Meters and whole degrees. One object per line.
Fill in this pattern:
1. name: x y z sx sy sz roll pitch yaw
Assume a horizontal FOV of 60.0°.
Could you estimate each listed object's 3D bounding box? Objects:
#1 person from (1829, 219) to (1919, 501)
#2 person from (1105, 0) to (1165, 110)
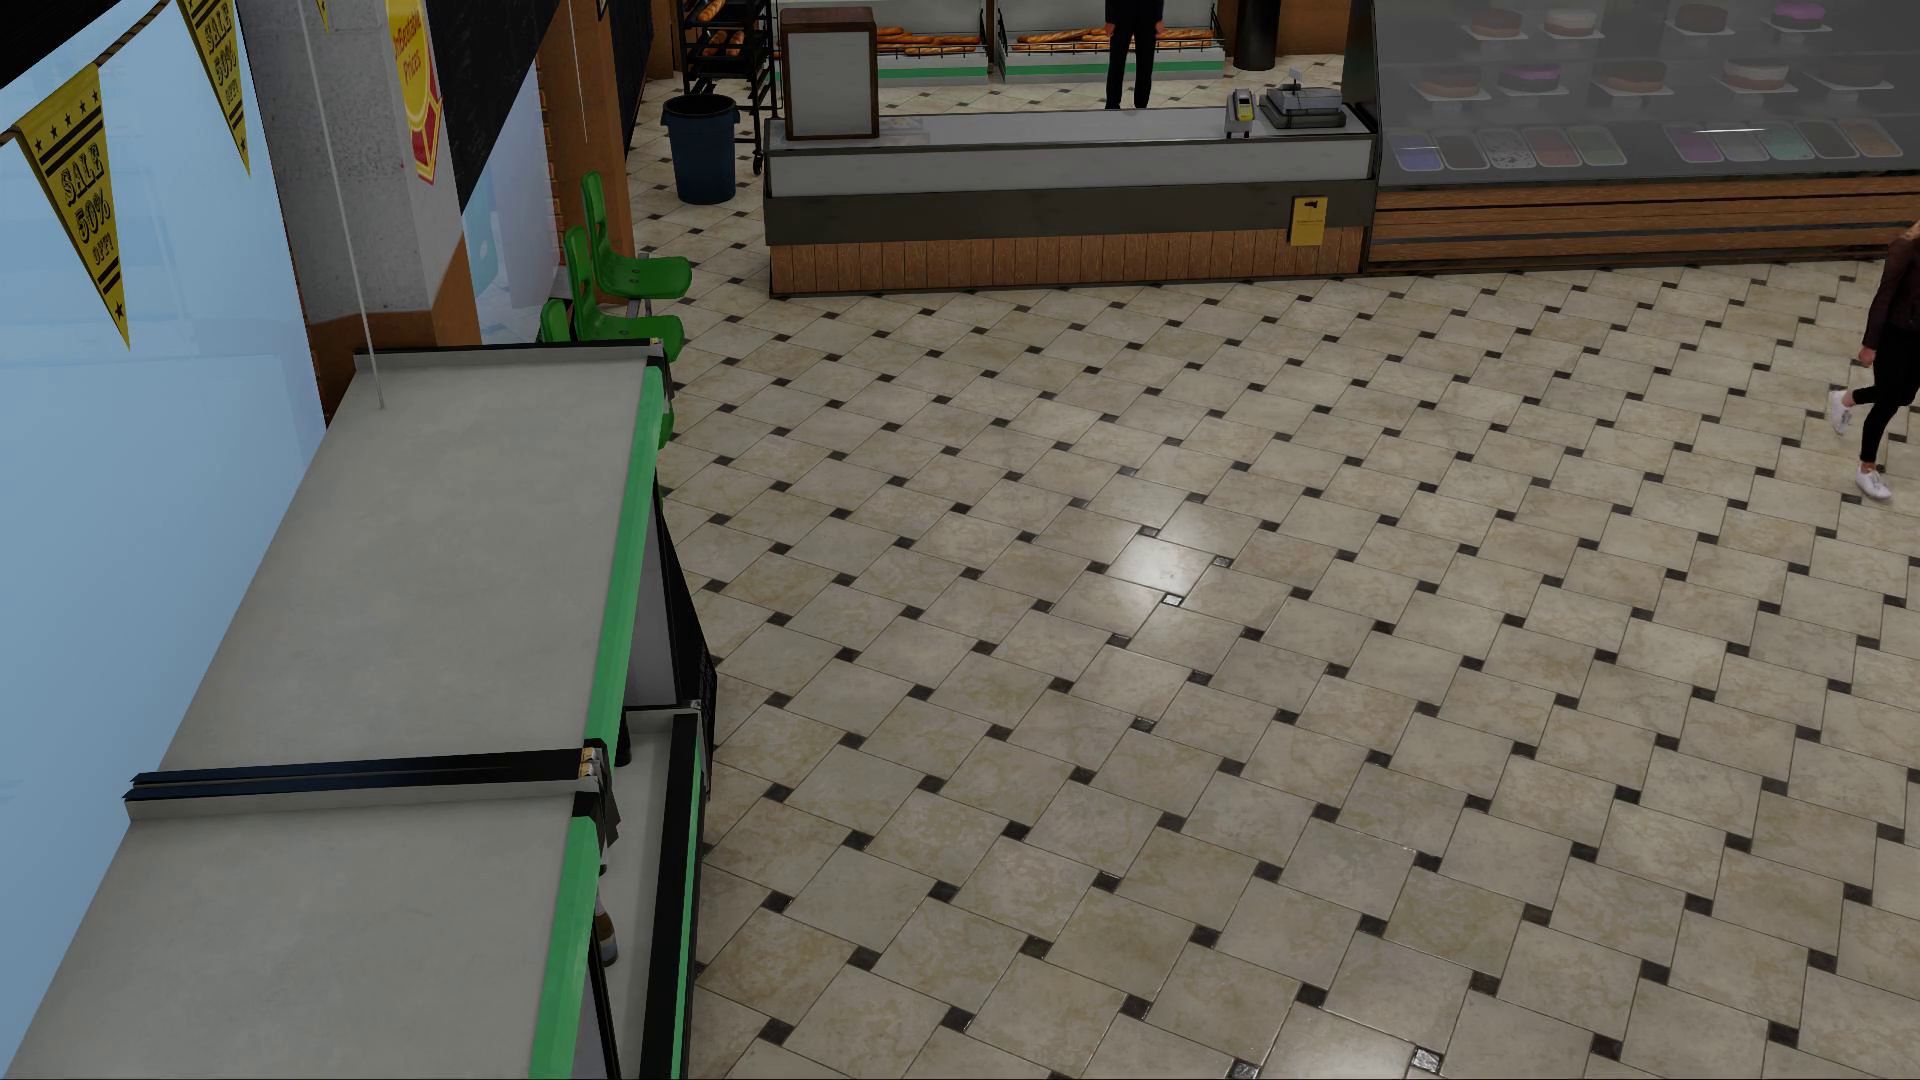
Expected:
1. person: 4.820 -1.075 8.556 0.662 1.683 0.951 -5 32 -8
2. person: 1.420 -4.241 13.471 0.630 1.867 0.560 -3 32 -5
